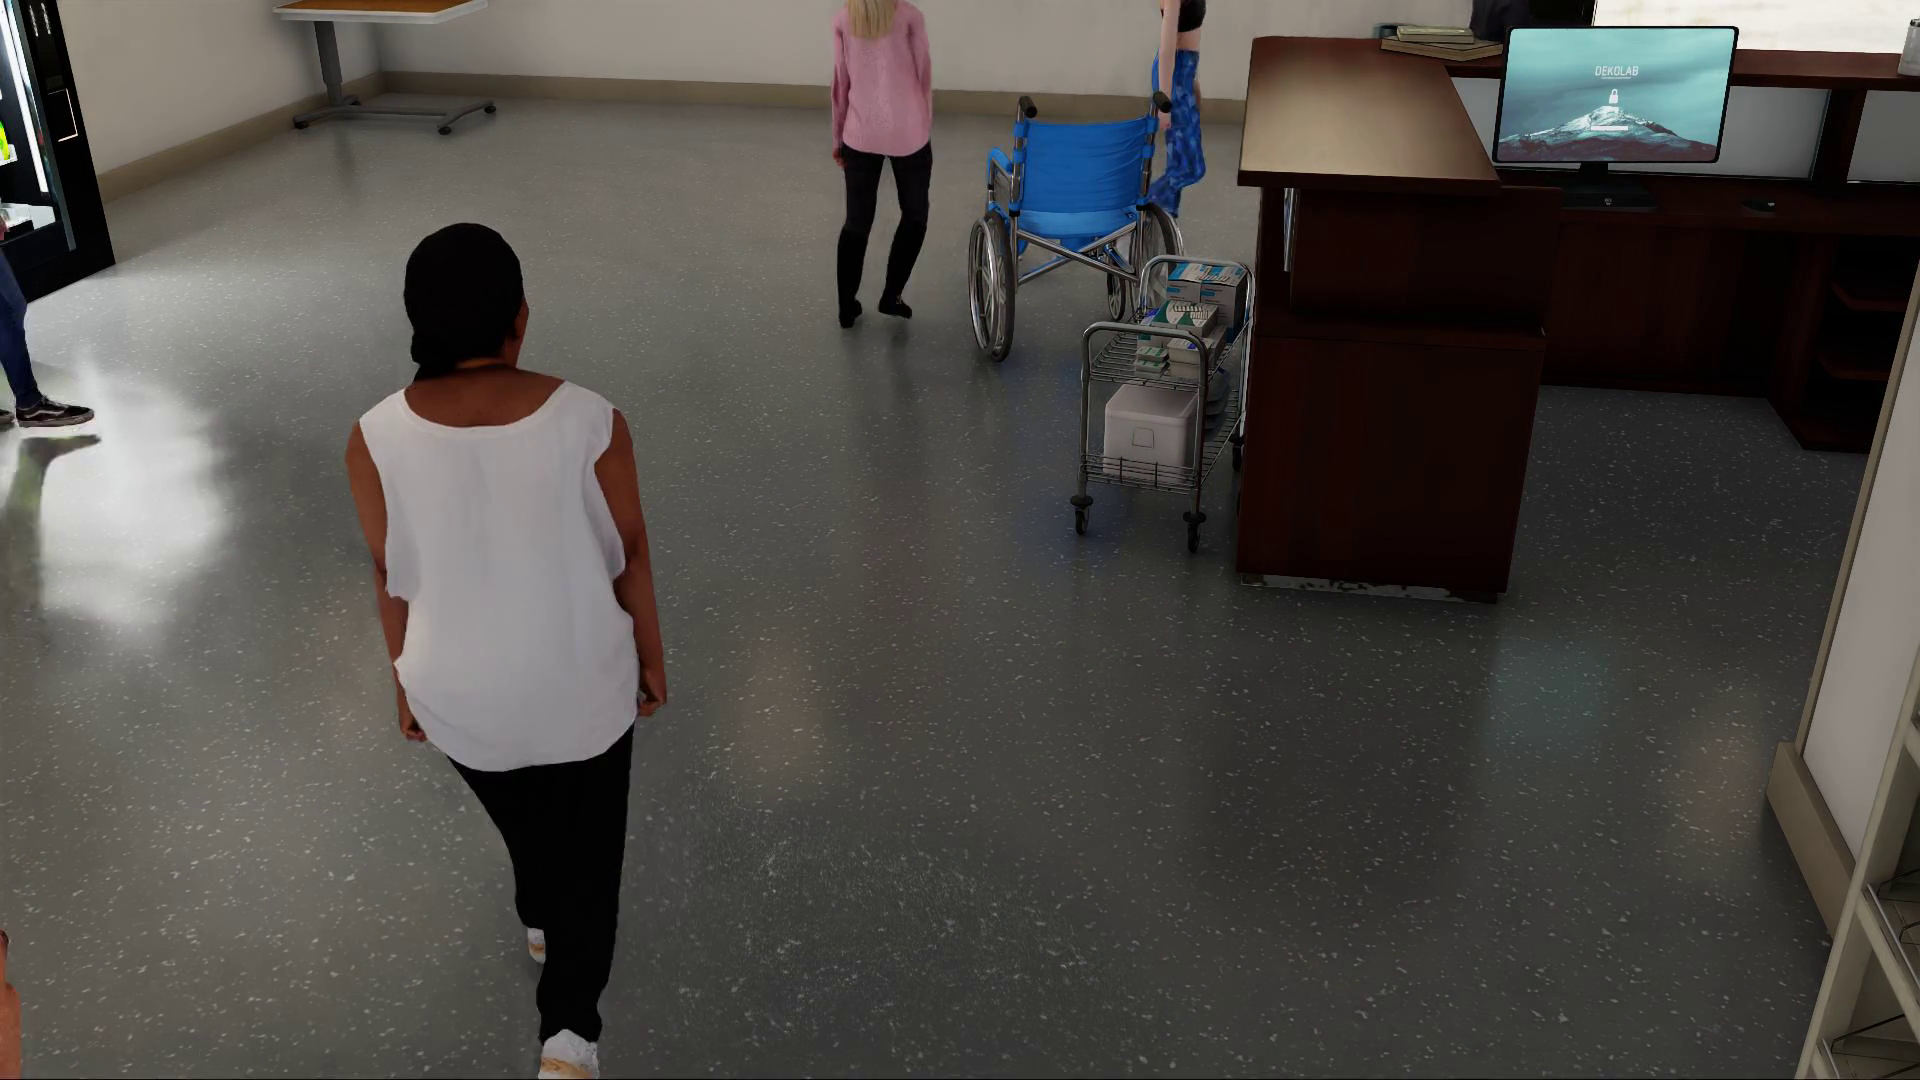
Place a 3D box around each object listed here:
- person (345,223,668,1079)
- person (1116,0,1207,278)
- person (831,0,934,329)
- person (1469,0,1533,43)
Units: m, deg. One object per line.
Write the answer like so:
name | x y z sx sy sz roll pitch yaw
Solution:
person | -0.826 0.273 3.102 0.796 1.658 1.115 0 26 0
person | 0.932 -2.091 7.869 0.659 1.775 0.726 2 26 4
person | -0.327 -1.718 7.223 0.655 1.665 0.703 5 26 10
person | 2.372 -1.985 7.727 0.772 1.708 0.763 0 26 0
